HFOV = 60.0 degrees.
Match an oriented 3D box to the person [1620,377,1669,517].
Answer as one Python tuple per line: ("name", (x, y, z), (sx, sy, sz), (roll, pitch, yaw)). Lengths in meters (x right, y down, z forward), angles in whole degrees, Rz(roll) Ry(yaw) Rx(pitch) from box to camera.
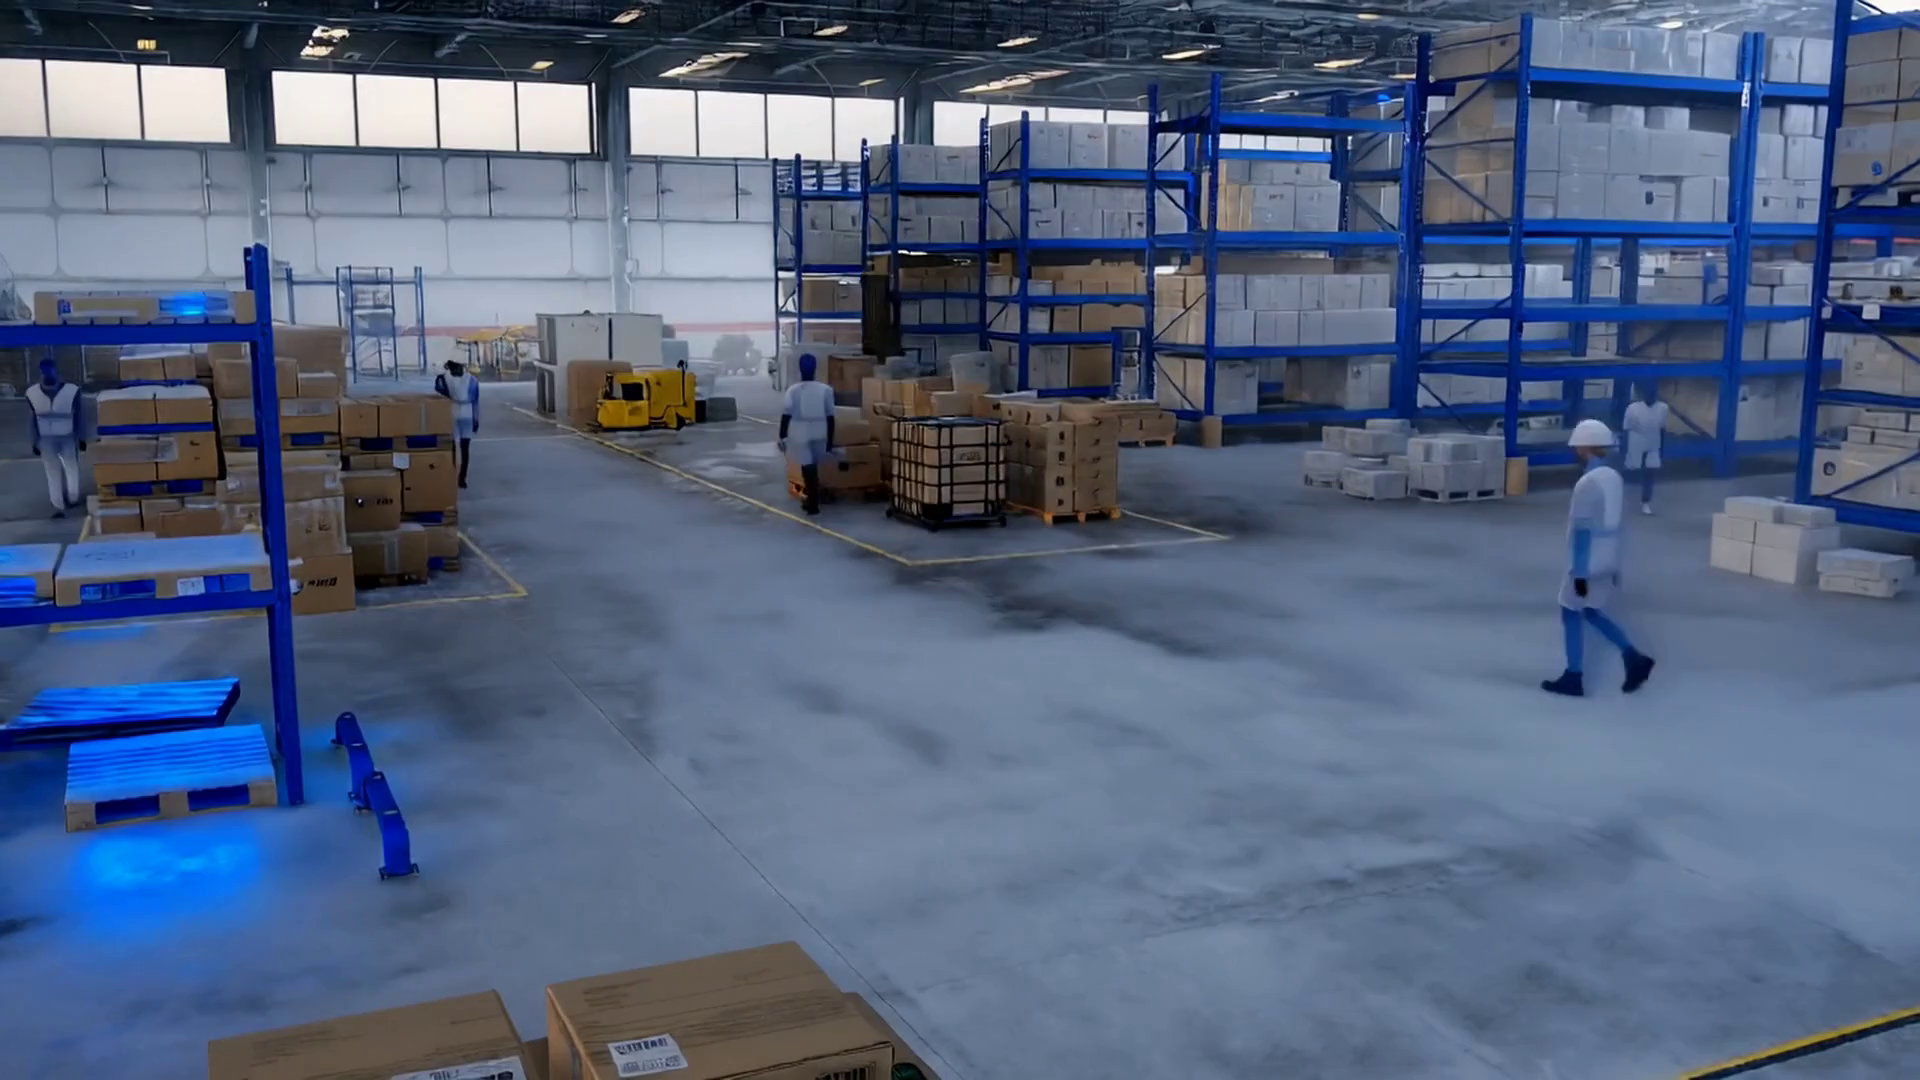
("person", (8.112, -1.125, 19.841), (0.539, 1.667, 0.602), (0, 9, -2))

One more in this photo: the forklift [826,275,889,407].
("forklift", (-1.874, -4.331, 35.958), (1.873, 2.768, 1.129), (-4, 10, -25))

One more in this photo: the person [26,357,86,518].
("person", (-10.745, -1.236, 19.801), (0.604, 1.897, 0.650), (-4, 10, -21))

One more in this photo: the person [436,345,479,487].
("person", (-6.738, -1.655, 22.337), (0.560, 1.915, 0.488), (-3, 10, -19))

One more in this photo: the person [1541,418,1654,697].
("person", (4.310, 0.142, 11.183), (0.565, 1.918, 0.630), (-8, 12, -42))

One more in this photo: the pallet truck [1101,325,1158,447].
("pallet truck", (2.881, -2.596, 27.923), (0.823, 1.965, 1.885), (-1, 9, -7))

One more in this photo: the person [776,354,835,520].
("person", (-1.852, -1.230, 19.632), (0.631, 1.926, 0.898), (-6, 11, -31))
